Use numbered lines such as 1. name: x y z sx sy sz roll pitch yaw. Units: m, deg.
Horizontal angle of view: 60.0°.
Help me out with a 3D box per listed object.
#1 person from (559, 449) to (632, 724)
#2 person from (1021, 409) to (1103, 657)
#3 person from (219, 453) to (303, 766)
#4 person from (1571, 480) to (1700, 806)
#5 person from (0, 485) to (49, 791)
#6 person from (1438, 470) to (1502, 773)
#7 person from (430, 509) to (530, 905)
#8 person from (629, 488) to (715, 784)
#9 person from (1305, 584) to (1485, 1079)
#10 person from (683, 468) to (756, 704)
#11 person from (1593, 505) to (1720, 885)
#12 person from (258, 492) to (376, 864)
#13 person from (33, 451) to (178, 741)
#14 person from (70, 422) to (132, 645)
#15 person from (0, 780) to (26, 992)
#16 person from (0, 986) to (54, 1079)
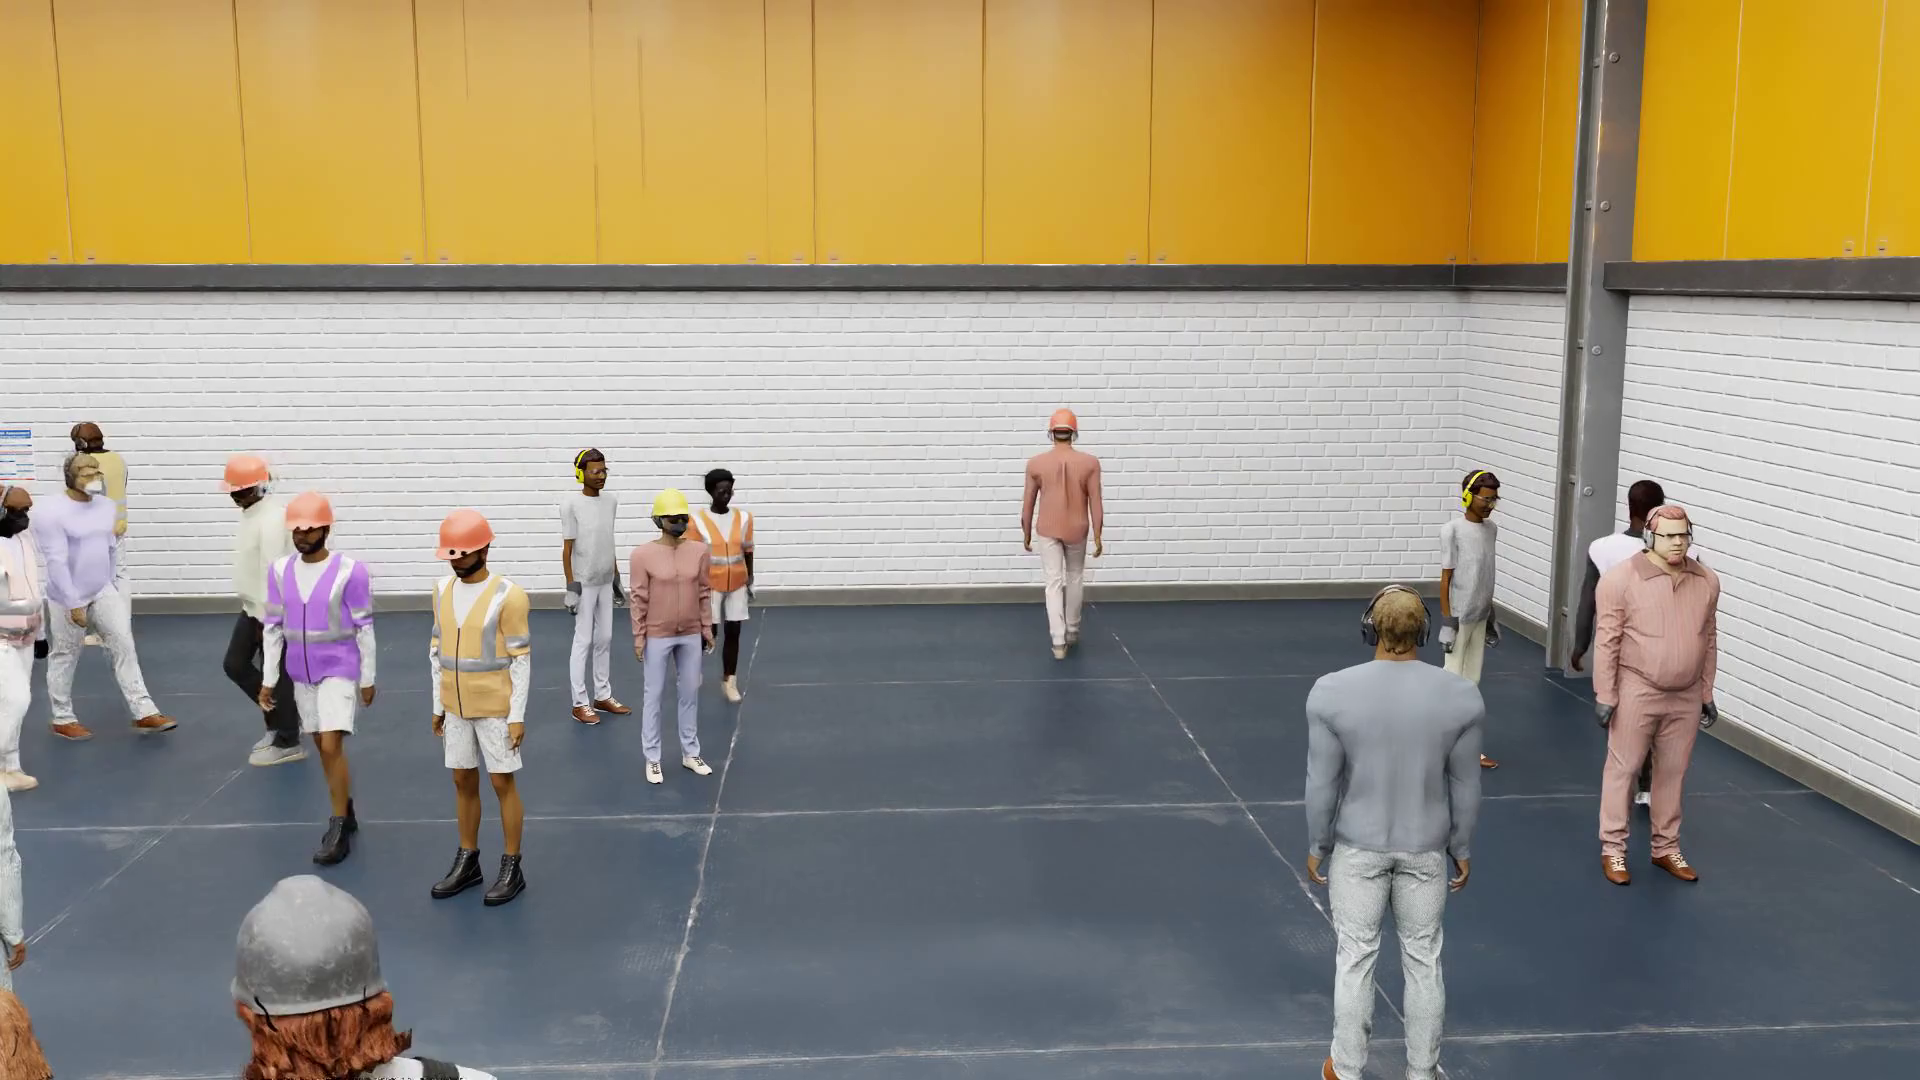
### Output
1. person: -2.485 0.305 11.340 0.322 1.871 0.531 6 11 31
2. person: 0.821 -0.085 13.492 0.652 1.955 0.933 0 9 1
3. person: -4.311 0.431 10.247 0.445 1.966 0.651 -6 11 -35
4. person: 3.789 0.614 9.324 0.631 1.898 0.492 1 9 7
5. person: -5.609 0.588 9.748 0.446 1.812 0.678 1 9 4
6. person: 3.118 0.497 10.152 0.515 1.865 0.329 -7 11 -37
7. person: -2.337 0.802 8.034 0.543 1.928 0.371 3 10 21
8. person: -1.723 0.568 10.000 0.530 1.772 0.303 -6 11 -33
9. person: 1.559 1.113 6.047 0.630 1.940 0.372 1 9 5
10. person: -1.730 0.312 11.856 0.538 1.688 0.448 -5 10 -30
11. person: 3.486 0.769 8.306 0.651 1.907 0.409 -1 9 -8
12. person: -3.366 0.706 8.655 0.545 1.912 0.786 2 9 10
13. person: -5.546 0.382 10.731 0.935 1.900 0.630 3 10 20
14. person: -7.107 -0.056 13.715 0.430 1.837 0.621 1 9 3
15. person: -3.343 1.302 5.473 0.490 1.743 0.324 -3 9 -16
16. person: -1.939 1.694 3.388 0.502 1.626 0.282 -6 11 -35
